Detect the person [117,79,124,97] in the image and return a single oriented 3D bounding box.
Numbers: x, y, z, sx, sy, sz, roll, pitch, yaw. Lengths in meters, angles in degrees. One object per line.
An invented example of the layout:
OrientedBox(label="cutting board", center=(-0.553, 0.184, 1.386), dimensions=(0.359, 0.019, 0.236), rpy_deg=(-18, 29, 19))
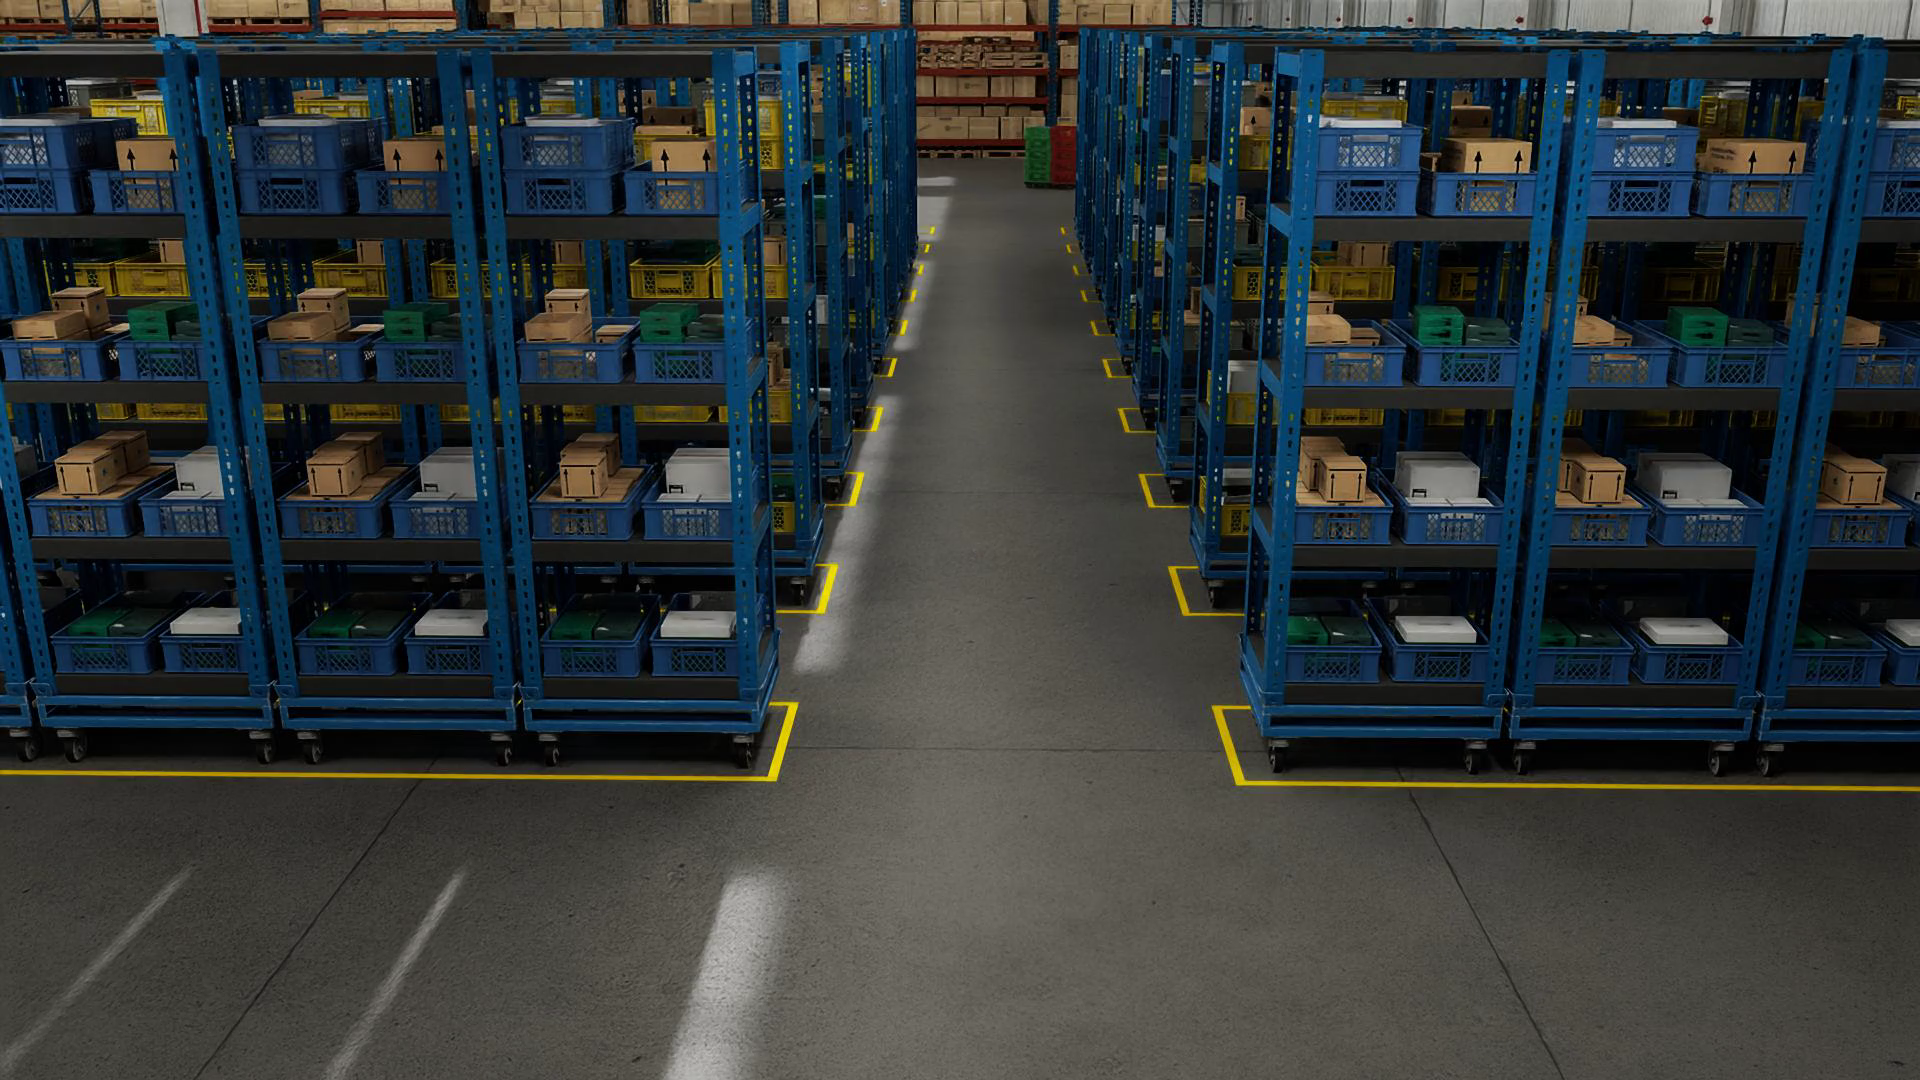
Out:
OrientedBox(label="person", center=(-26.633, -13.733, 53.041), dimensions=(0.672, 1.880, 0.459), rpy_deg=(1, 17, 4))

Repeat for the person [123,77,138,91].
OrientedBox(label="person", center=(-27.456, -14.422, 55.227), dimensions=(0.923, 1.882, 0.659), rpy_deg=(7, 19, 22))
